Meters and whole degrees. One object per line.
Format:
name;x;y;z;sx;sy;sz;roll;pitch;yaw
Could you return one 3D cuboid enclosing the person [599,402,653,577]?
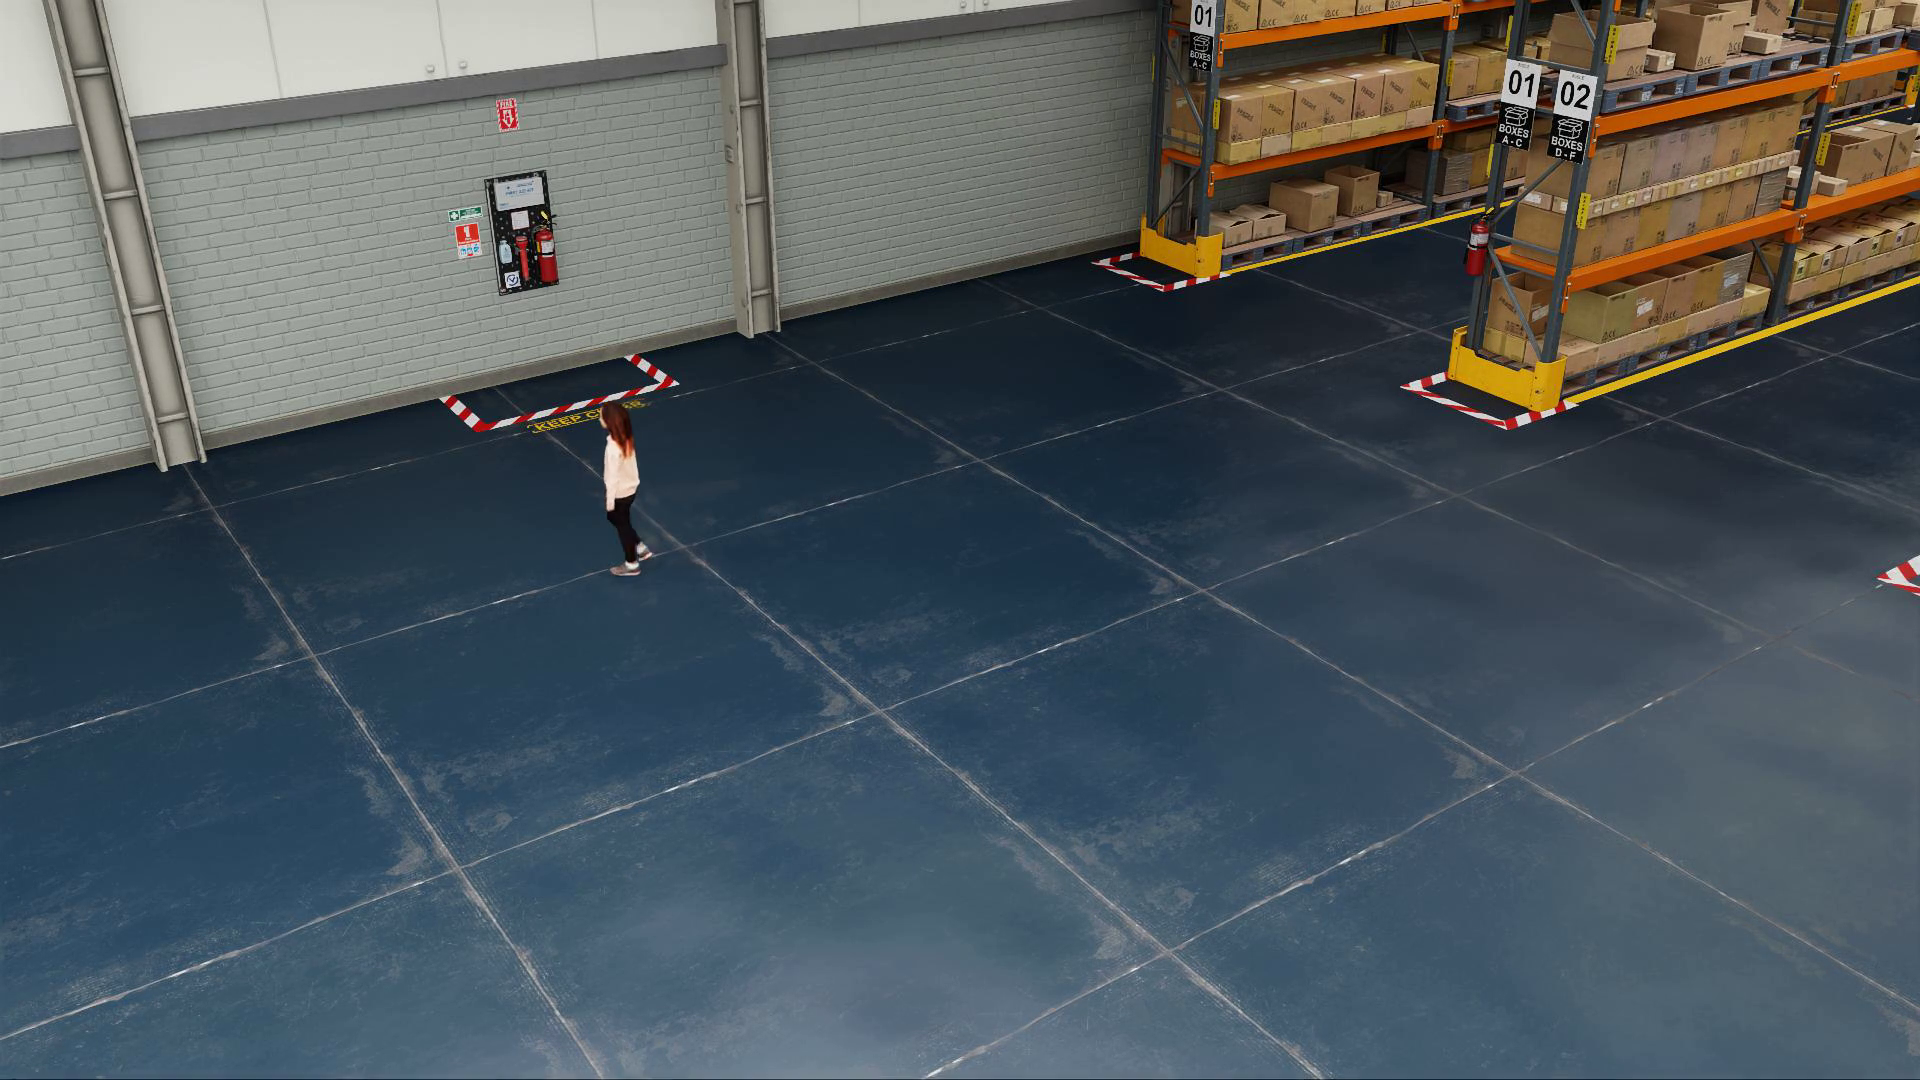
person;-2.571;-0.387;12.939;0.716;1.473;0.680;0;27;0
